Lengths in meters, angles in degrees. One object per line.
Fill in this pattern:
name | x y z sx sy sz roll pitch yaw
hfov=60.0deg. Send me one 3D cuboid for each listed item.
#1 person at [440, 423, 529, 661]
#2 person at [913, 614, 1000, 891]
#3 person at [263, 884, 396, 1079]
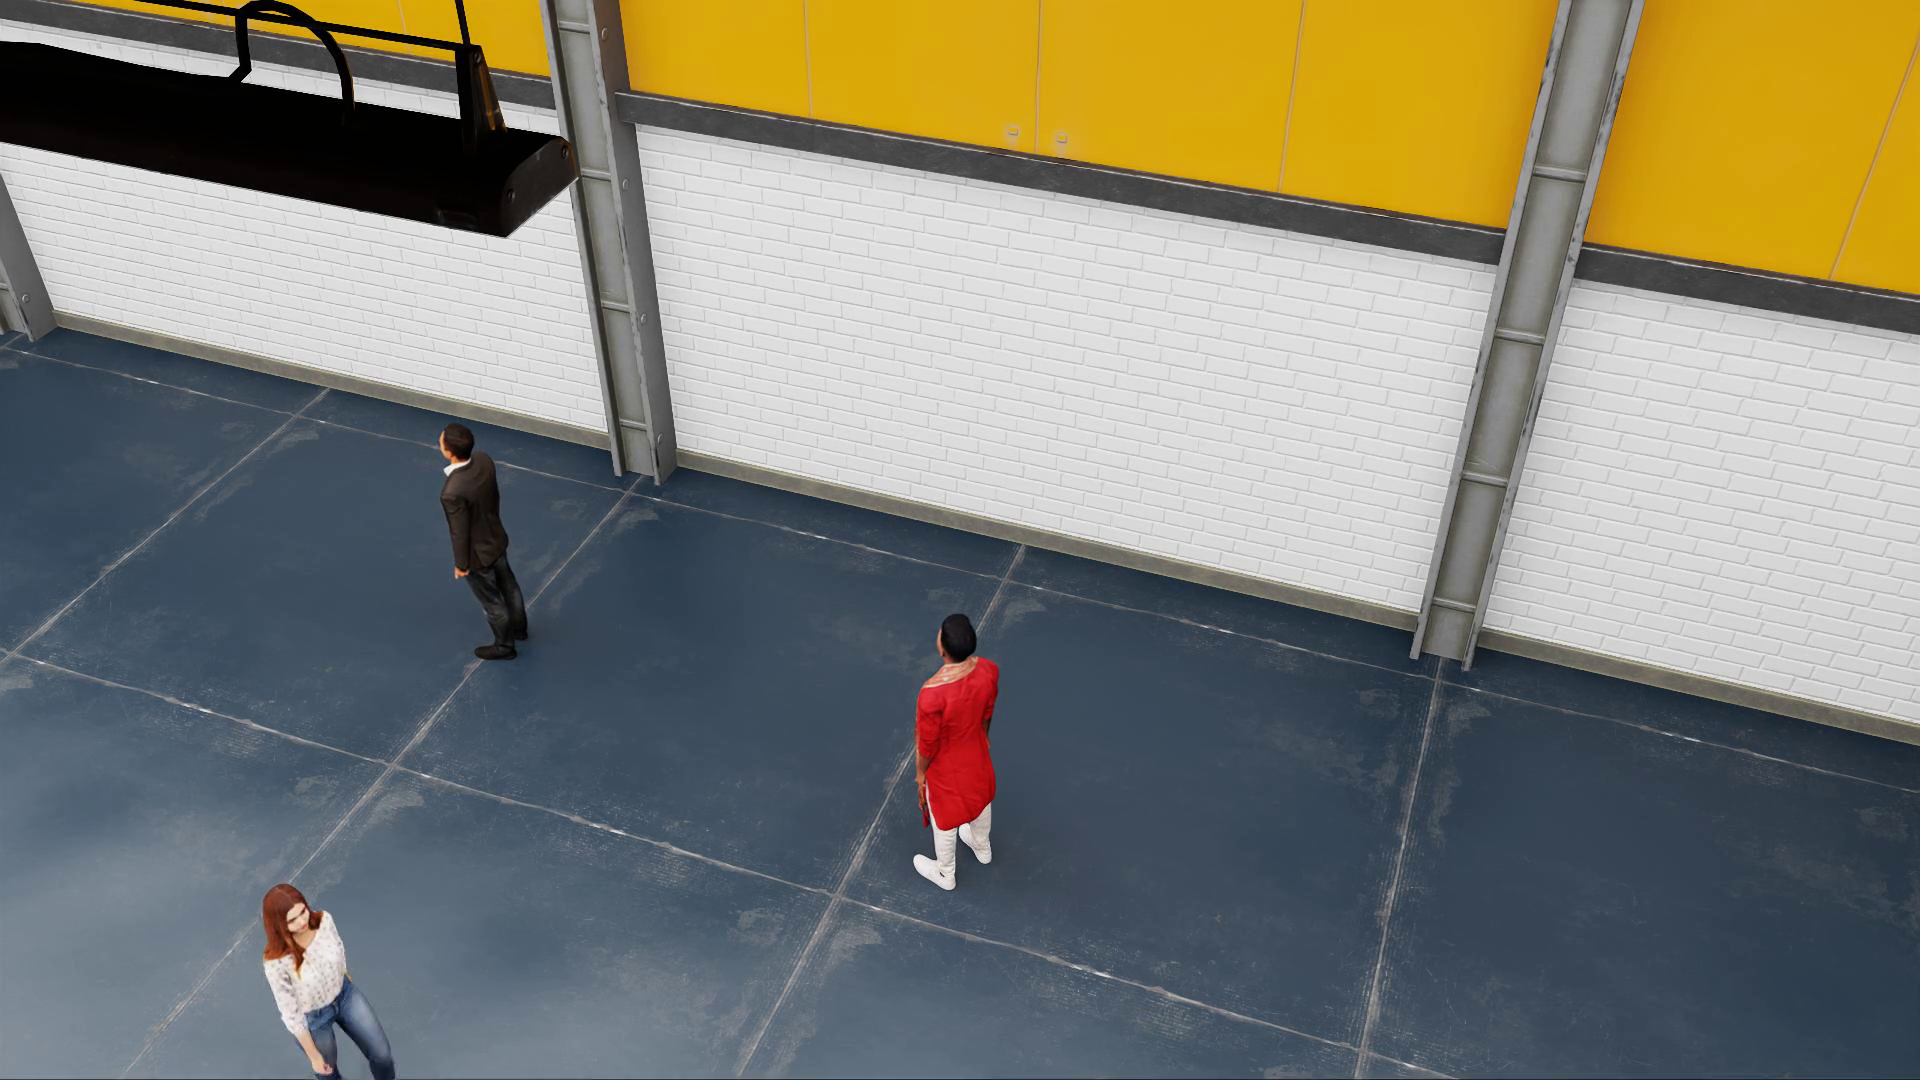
person | -3.049 0.011 10.612 0.561 1.805 0.695 10 40 12
person | -0.003 1.157 9.112 0.775 1.884 0.776 -28 46 -30
person | -3.090 2.216 7.924 0.827 1.712 0.694 24 45 27
